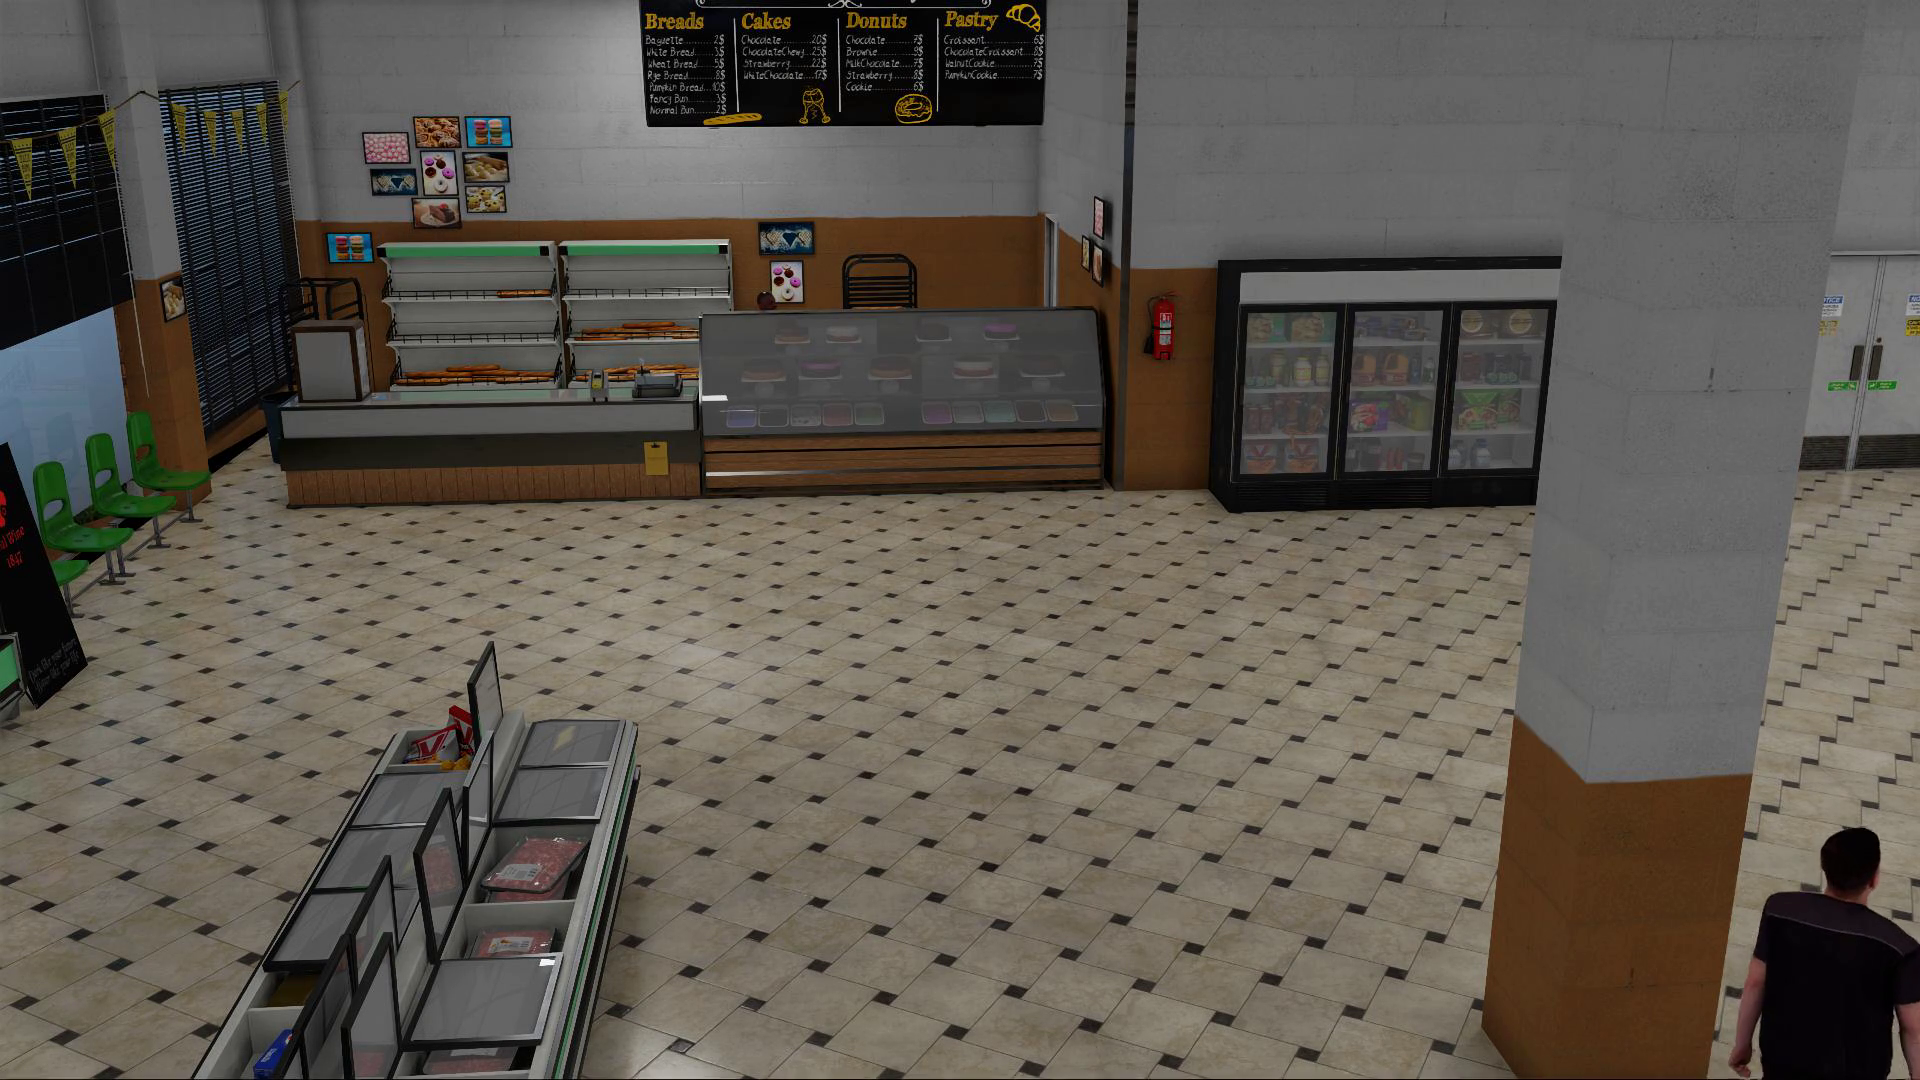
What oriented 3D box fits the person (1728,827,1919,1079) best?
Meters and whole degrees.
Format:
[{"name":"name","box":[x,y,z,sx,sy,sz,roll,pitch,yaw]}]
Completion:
[{"name":"person","box":[2.932,1.903,5.748,1.152,1.794,1.240,-12,20,-33]}]
